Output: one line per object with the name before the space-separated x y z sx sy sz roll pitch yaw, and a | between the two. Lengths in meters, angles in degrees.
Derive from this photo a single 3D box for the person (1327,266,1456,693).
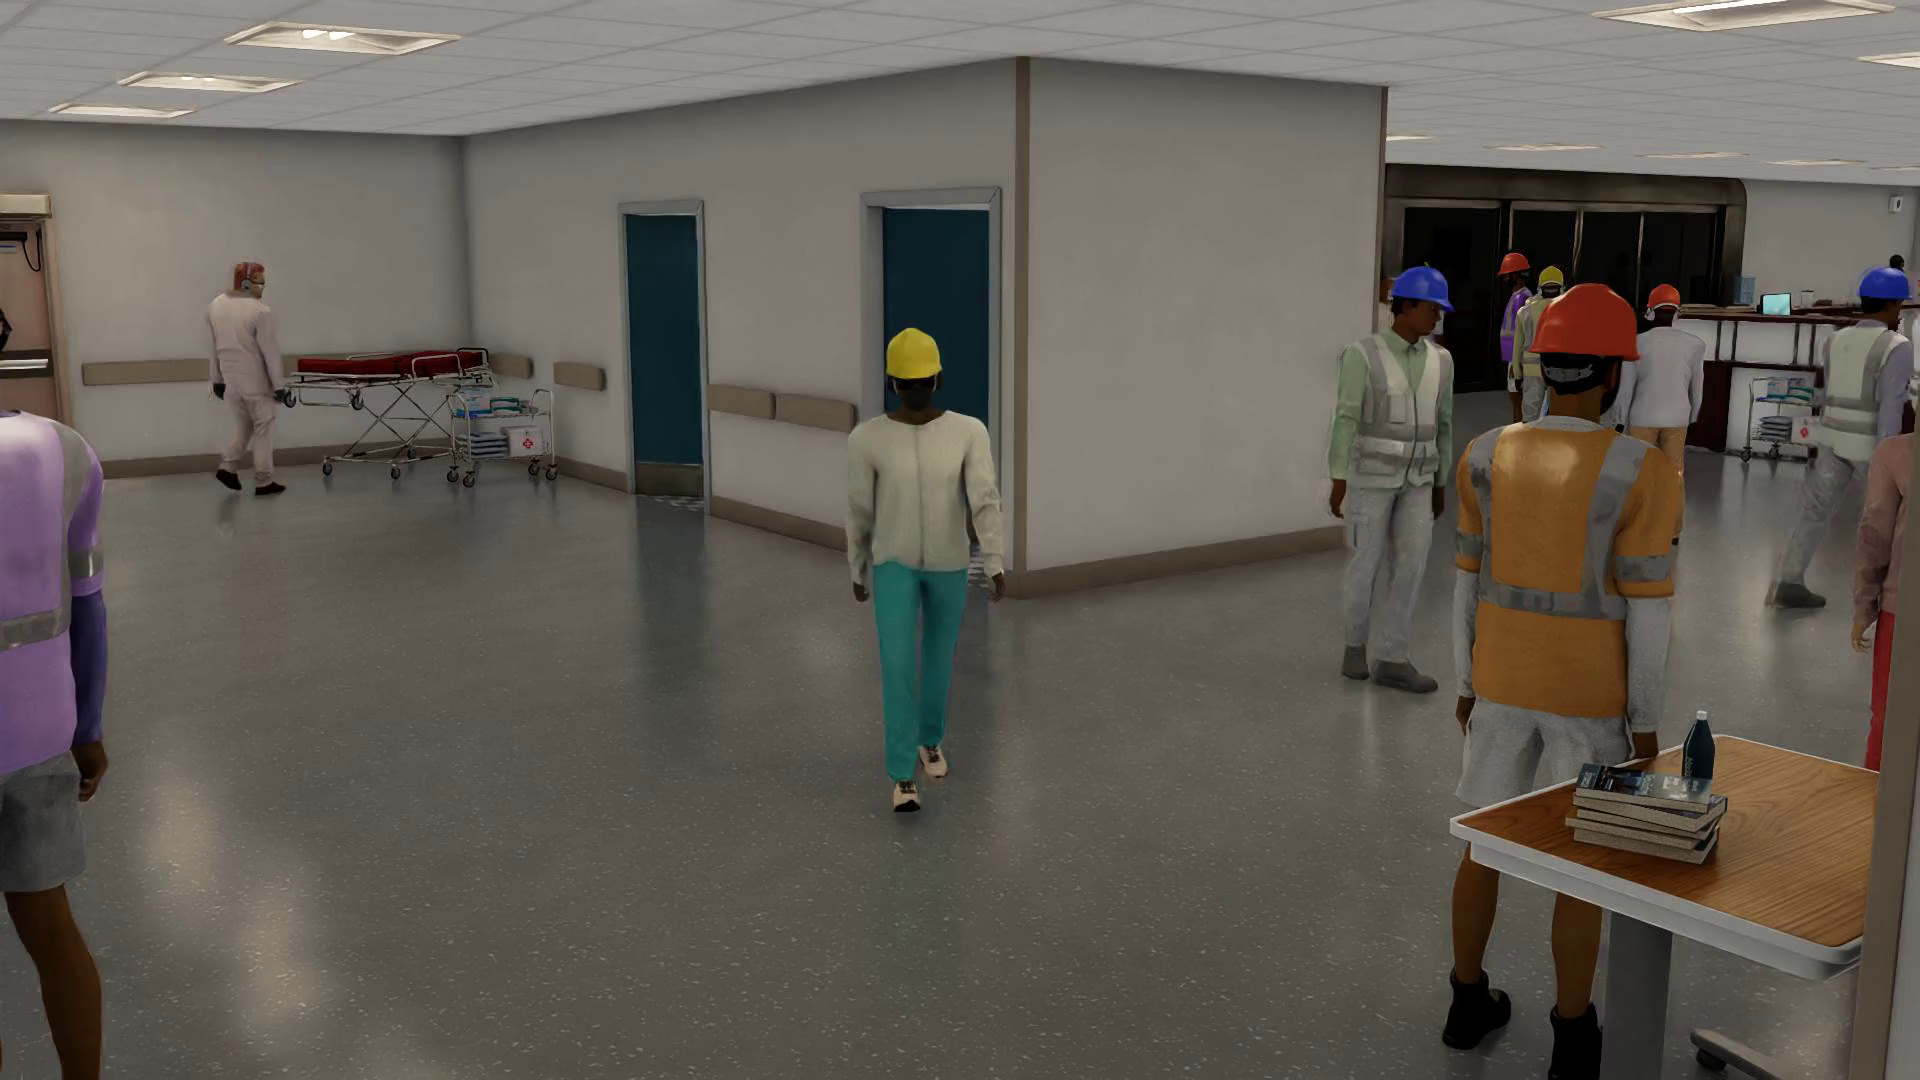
person | 1.941 -0.278 7.581 0.713 1.916 0.601 -3 11 -18

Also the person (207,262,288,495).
person | -5.674 -1.284 13.331 0.676 1.875 0.450 5 11 24

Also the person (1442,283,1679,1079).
person | 1.464 0.348 4.068 0.400 1.928 0.542 -10 14 -43

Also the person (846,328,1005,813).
person | -0.126 0.106 5.996 0.537 1.719 0.919 -2 10 -10

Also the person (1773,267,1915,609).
person | 4.979 -0.549 9.173 0.994 1.895 0.630 -3 10 -15

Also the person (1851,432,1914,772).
person | 3.025 0.241 5.104 0.525 1.769 0.310 7 12 33

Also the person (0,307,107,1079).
person | -2.041 0.411 3.430 0.407 2.029 0.613 3 11 18

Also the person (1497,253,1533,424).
person | 5.187 -1.711 15.580 0.385 1.928 0.547 3 11 17

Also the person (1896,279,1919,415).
person | 6.738 -0.925 11.454 1.010 1.821 0.617 -7 12 -33

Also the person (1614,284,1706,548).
person | 4.627 -0.816 11.056 0.562 1.753 0.327 1 10 3

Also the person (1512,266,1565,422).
person | 5.136 -1.471 14.544 0.592 1.826 0.404 5 11 24

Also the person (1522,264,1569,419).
person | 5.438 -1.603 15.269 0.624 1.833 0.431 2 10 10
